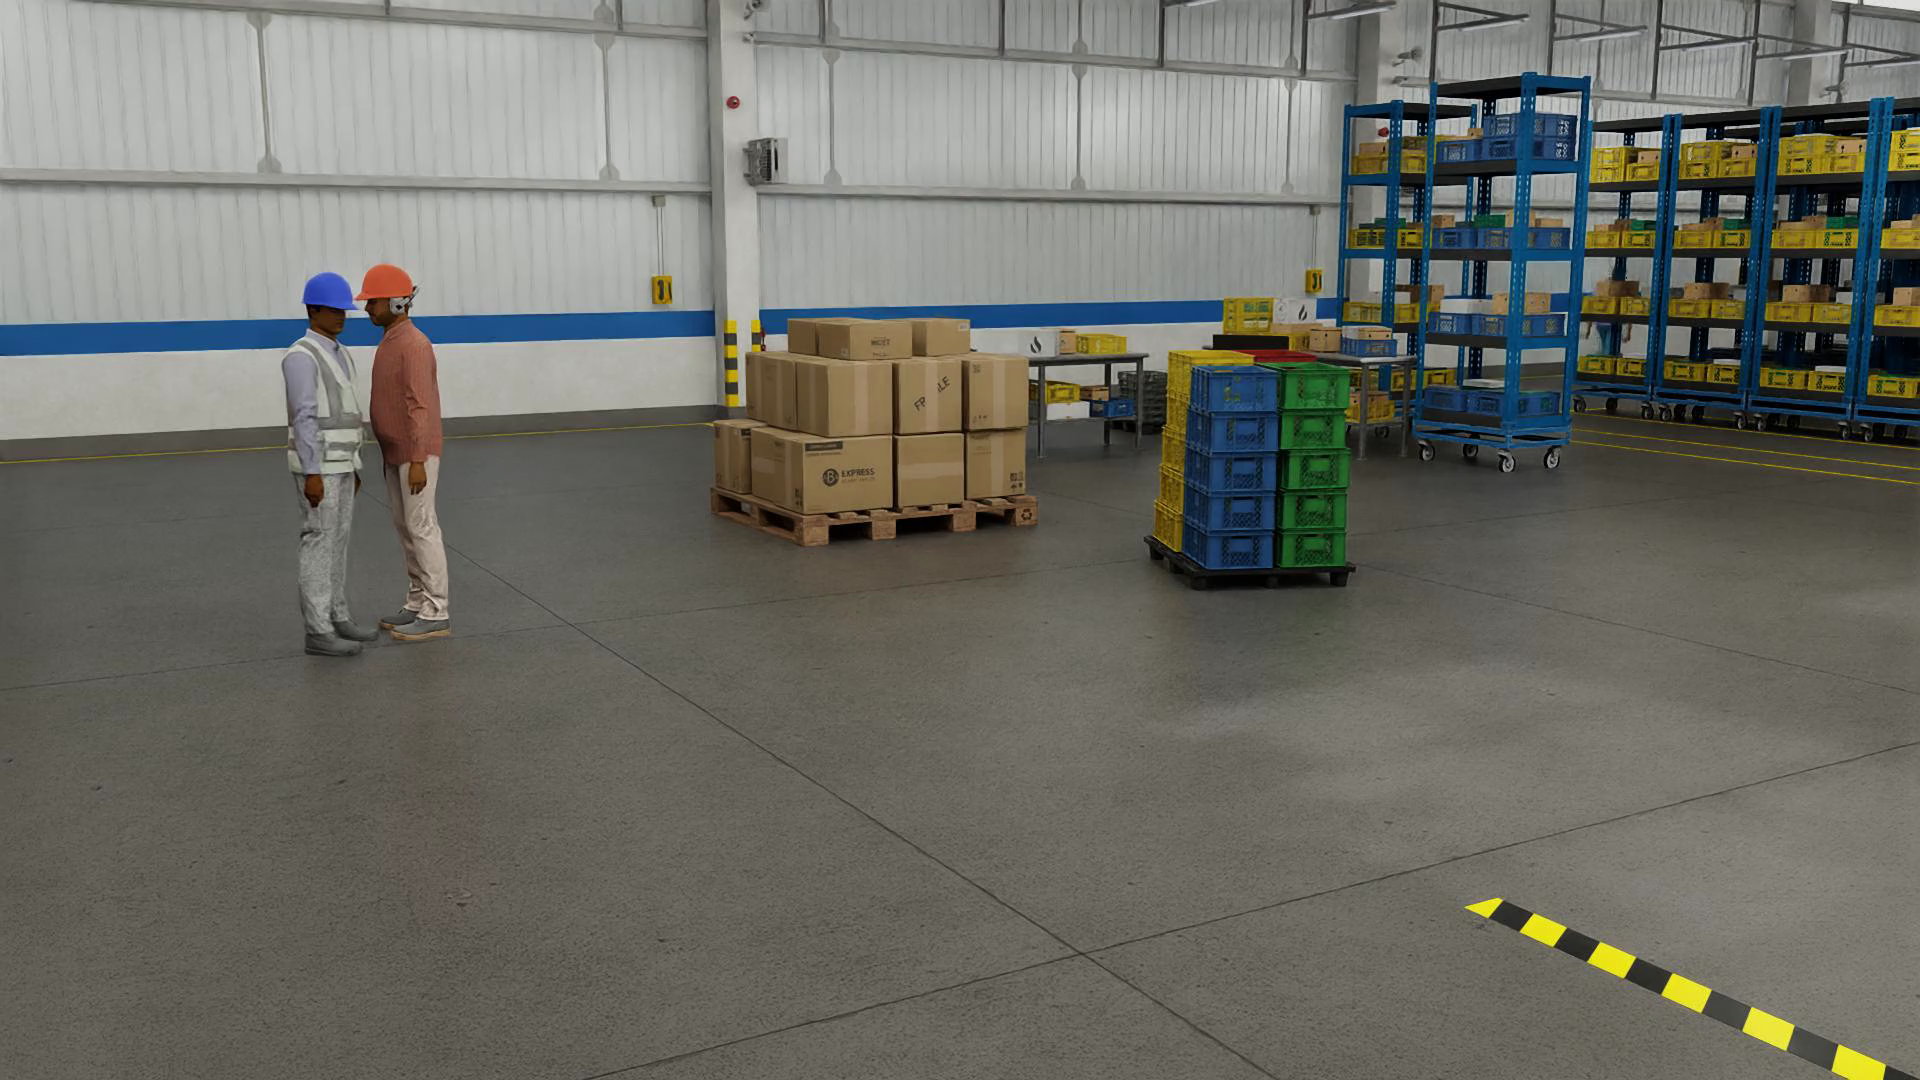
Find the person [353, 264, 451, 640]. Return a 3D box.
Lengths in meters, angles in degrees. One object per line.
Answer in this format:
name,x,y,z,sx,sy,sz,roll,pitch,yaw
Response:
person,-2.962,-0.462,8.843,0.400,1.986,0.608,-7,12,-36

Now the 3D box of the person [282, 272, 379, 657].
person,-3.225,-0.388,8.516,0.403,1.943,0.607,0,10,-1

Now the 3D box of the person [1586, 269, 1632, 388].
person,9.528,-3.114,24.433,0.974,1.786,0.629,-9,13,-40
